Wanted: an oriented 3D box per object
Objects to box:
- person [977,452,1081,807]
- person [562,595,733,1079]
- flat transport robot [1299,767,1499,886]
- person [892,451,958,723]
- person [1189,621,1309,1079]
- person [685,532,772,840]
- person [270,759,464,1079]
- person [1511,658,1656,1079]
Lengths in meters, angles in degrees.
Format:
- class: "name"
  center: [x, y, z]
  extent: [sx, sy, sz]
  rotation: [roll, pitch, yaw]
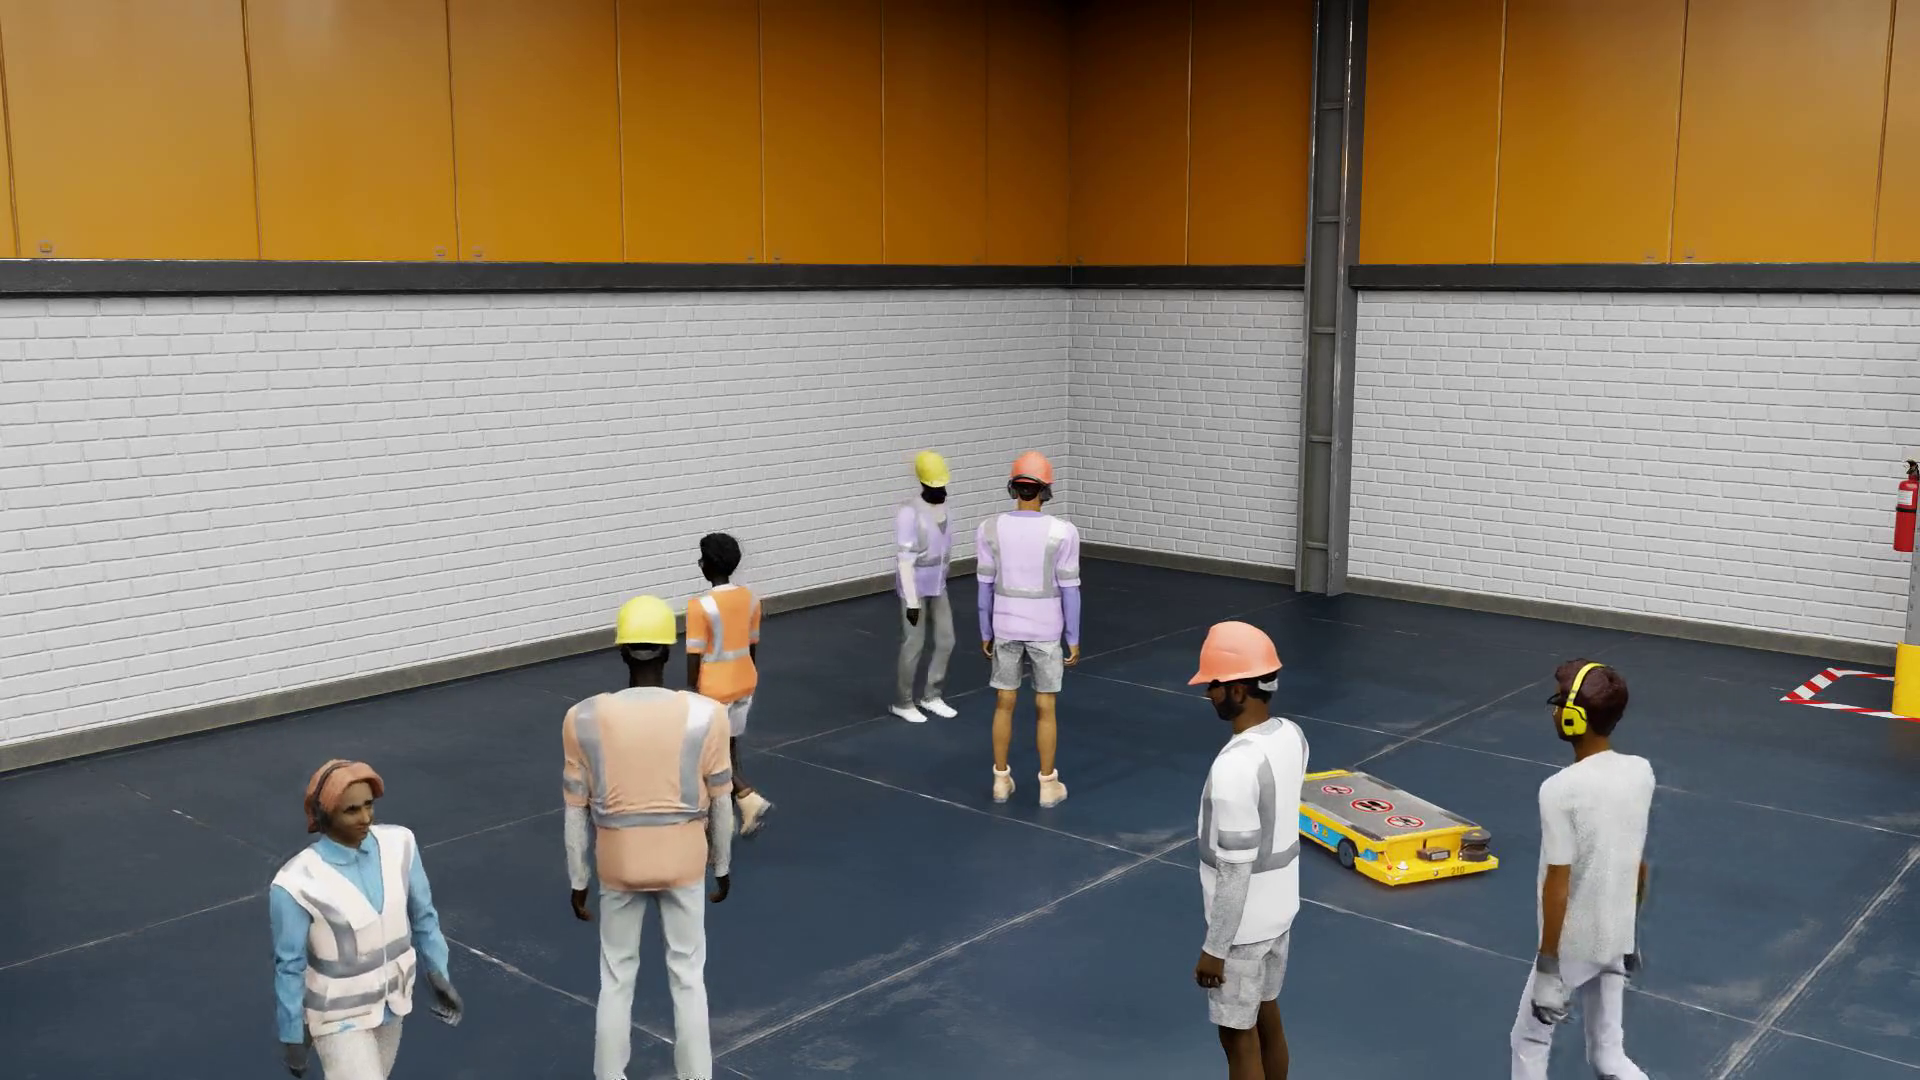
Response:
- class: "person"
  center: [0.401, 0.509, 9.544]
  extent: [0.609, 2.034, 0.399]
  rotation: [3, 9, 17]
- class: "person"
  center: [-1.097, 1.148, 5.932]
  extent: [0.589, 1.916, 0.415]
  rotation: [-1, 9, -5]
- class: "flat transport robot"
  center: [2.145, 1.490, 8.901]
  extent: [0.652, 0.197, 1.431]
  rotation: [-4, 10, -22]
- class: "person"
  center: [-0.254, 0.325, 11.167]
  extent: [0.600, 1.879, 0.601]
  rotation: [7, 11, 37]
- class: "person"
  center: [0.912, 1.215, 5.435]
  extent: [0.366, 1.931, 0.542]
  rotation: [5, 10, 29]
- class: "person"
  center: [-1.222, 0.795, 8.839]
  extent: [0.521, 1.677, 0.540]
  rotation: [6, 11, 32]
- class: "person"
  center: [-1.861, 1.432, 5.103]
  extent: [0.841, 1.600, 0.519]
  rotation: [5, 10, 28]
- class: "person"
  center: [2.026, 1.297, 5.229]
  extent: [0.530, 1.847, 0.818]
  rotation: [-6, 11, -31]
